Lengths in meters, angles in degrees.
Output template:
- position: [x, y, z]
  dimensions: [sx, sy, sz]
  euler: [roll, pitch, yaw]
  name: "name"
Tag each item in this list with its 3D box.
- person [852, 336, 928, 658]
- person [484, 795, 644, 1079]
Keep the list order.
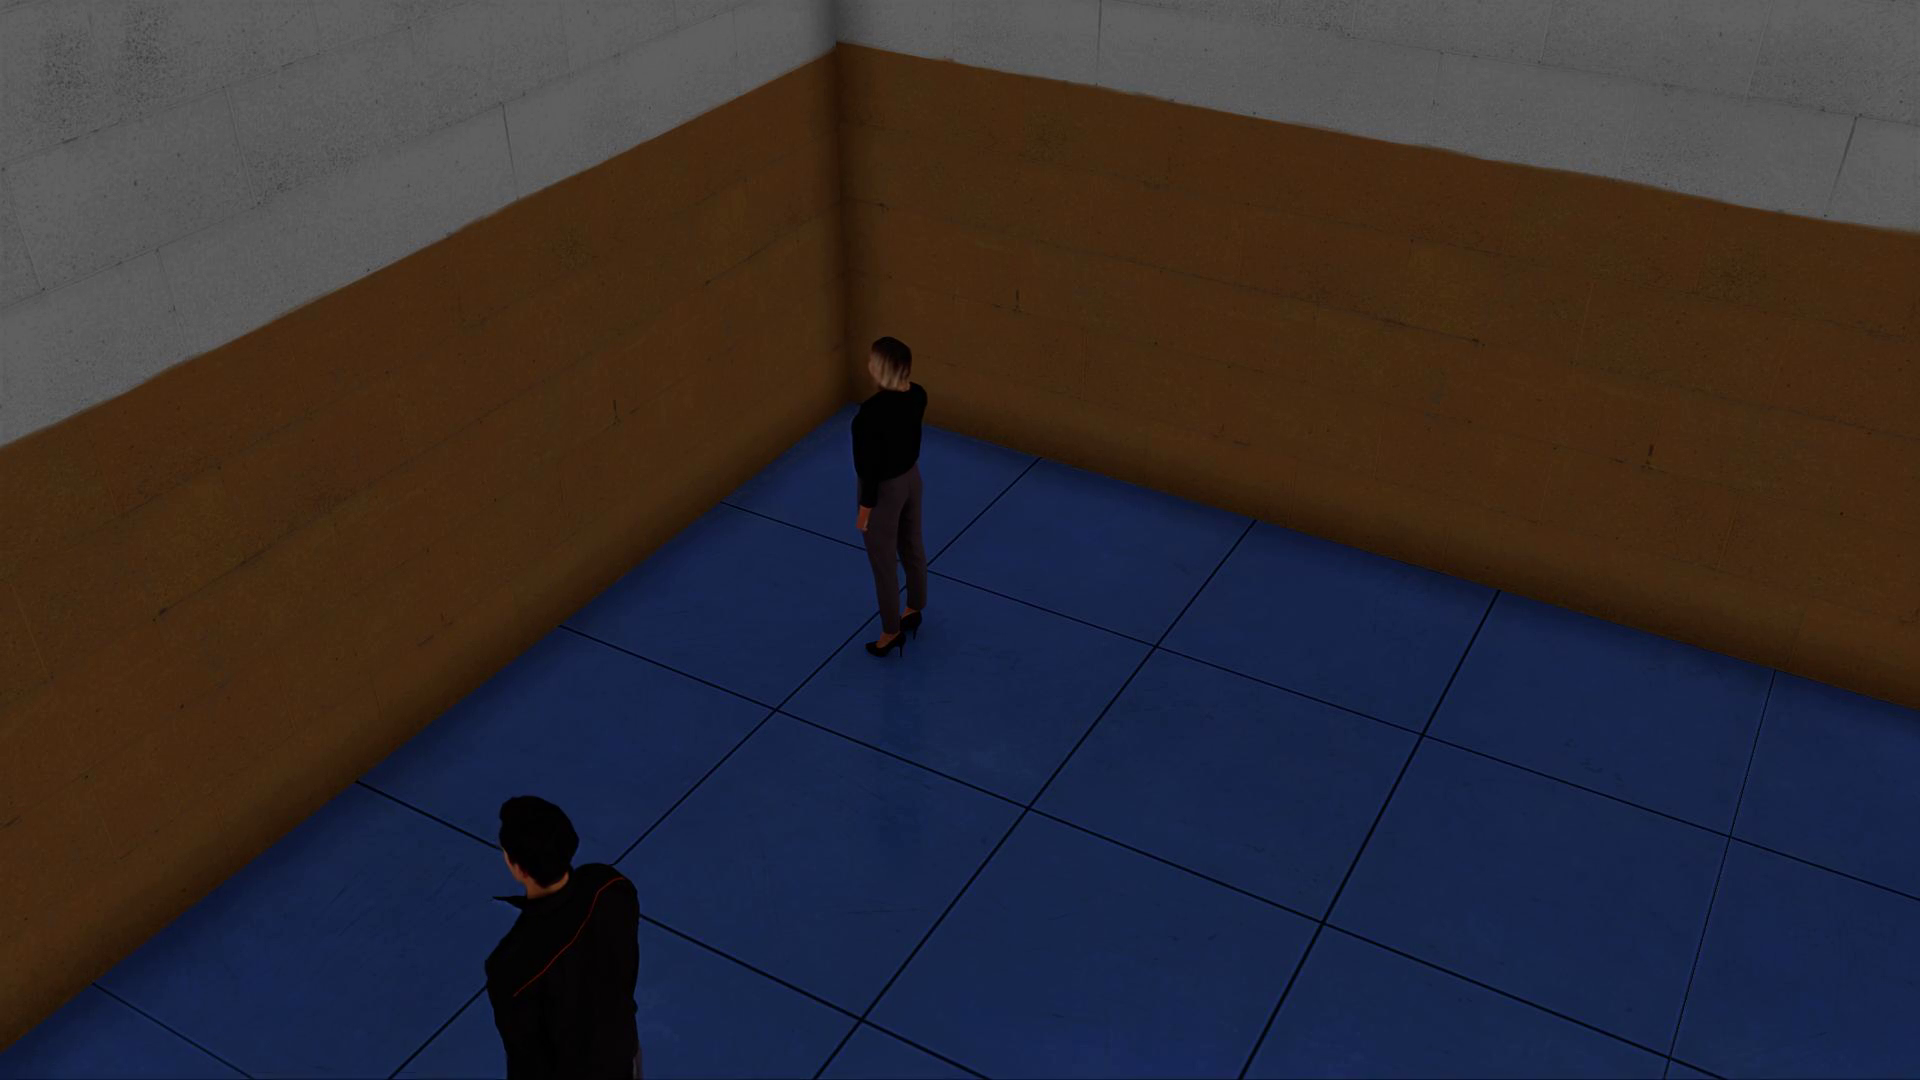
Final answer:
- position: [-0.310, -0.187, 7.727]
  dimensions: [0.661, 1.672, 0.471]
  euler: [20, 39, 27]
  name: "person"
- position: [-1.123, 1.518, 4.917]
  dimensions: [0.771, 1.946, 0.537]
  euler: [15, 37, 22]
  name: "person"
